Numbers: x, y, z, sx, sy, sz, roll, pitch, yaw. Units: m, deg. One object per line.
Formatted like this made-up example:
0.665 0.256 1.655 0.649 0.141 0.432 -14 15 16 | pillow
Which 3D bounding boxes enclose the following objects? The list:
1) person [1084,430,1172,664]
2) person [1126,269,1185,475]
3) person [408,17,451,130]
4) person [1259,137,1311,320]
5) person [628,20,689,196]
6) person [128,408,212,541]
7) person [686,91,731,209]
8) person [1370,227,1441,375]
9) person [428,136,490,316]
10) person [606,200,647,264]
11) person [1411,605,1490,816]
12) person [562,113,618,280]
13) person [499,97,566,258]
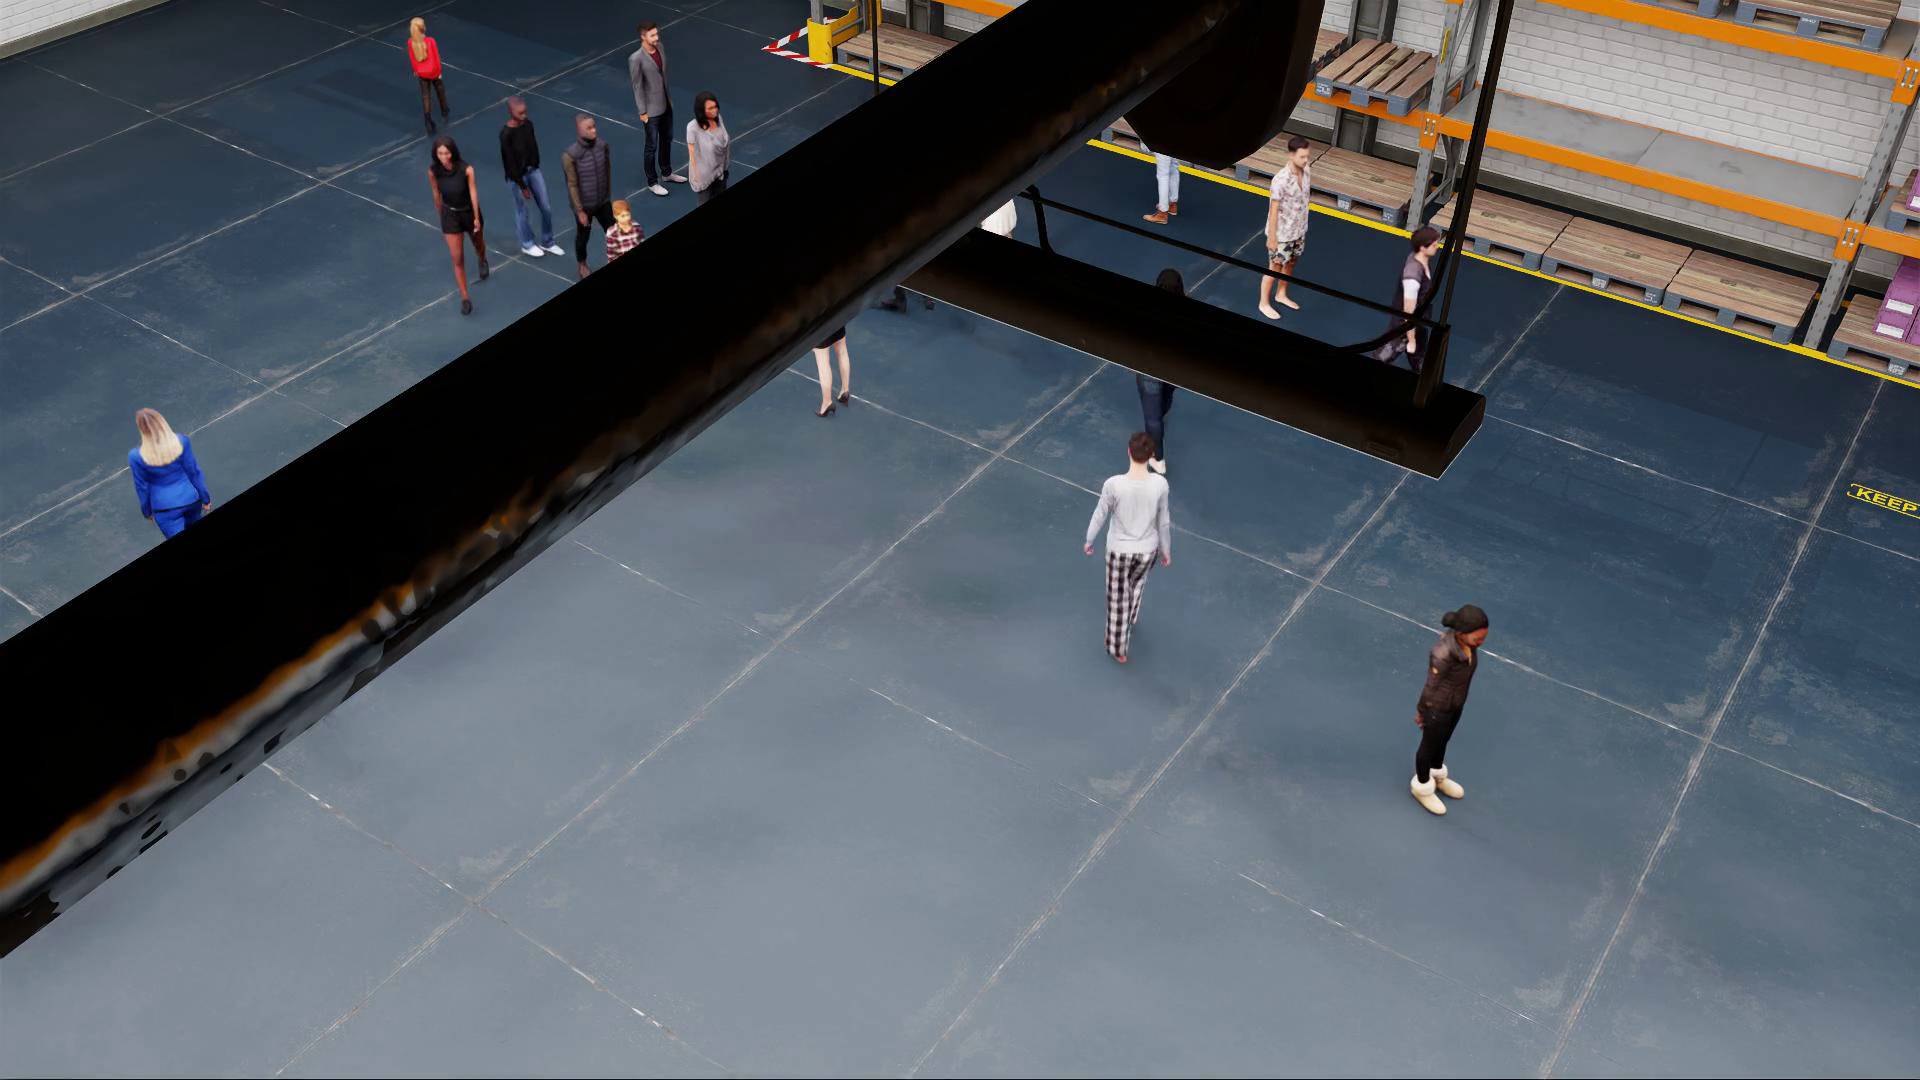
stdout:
1.245 0.108 11.841 1.024 1.818 1.080 -5 39 -6 | person
1.678 -1.343 13.696 1.097 1.770 1.159 -7 39 -9 | person
-6.133 -5.342 19.112 0.890 1.261 0.892 -2 39 -2 | person
3.076 -2.977 15.709 0.715 1.811 0.639 -30 48 -32 | person
-3.243 -4.635 17.737 0.613 1.872 0.713 19 42 22 | person
-5.766 -0.203 12.351 0.849 1.667 1.194 -27 46 -29 | person
-2.555 -3.827 16.940 0.677 1.603 0.645 27 46 30 | person
3.747 -1.852 14.309 1.250 1.801 0.847 15 41 18 | person
-4.767 -3.104 15.962 1.105 1.694 1.177 -6 39 -8 | person
-3.153 -2.631 15.687 0.632 1.299 0.683 -24 45 -27 | person
3.132 1.049 10.790 0.638 1.659 0.582 27 46 30 | person
-3.628 -3.267 16.095 1.203 1.782 0.833 31 48 33 | person
-4.417 -3.630 16.593 0.690 1.730 0.590 24 45 27 | person
